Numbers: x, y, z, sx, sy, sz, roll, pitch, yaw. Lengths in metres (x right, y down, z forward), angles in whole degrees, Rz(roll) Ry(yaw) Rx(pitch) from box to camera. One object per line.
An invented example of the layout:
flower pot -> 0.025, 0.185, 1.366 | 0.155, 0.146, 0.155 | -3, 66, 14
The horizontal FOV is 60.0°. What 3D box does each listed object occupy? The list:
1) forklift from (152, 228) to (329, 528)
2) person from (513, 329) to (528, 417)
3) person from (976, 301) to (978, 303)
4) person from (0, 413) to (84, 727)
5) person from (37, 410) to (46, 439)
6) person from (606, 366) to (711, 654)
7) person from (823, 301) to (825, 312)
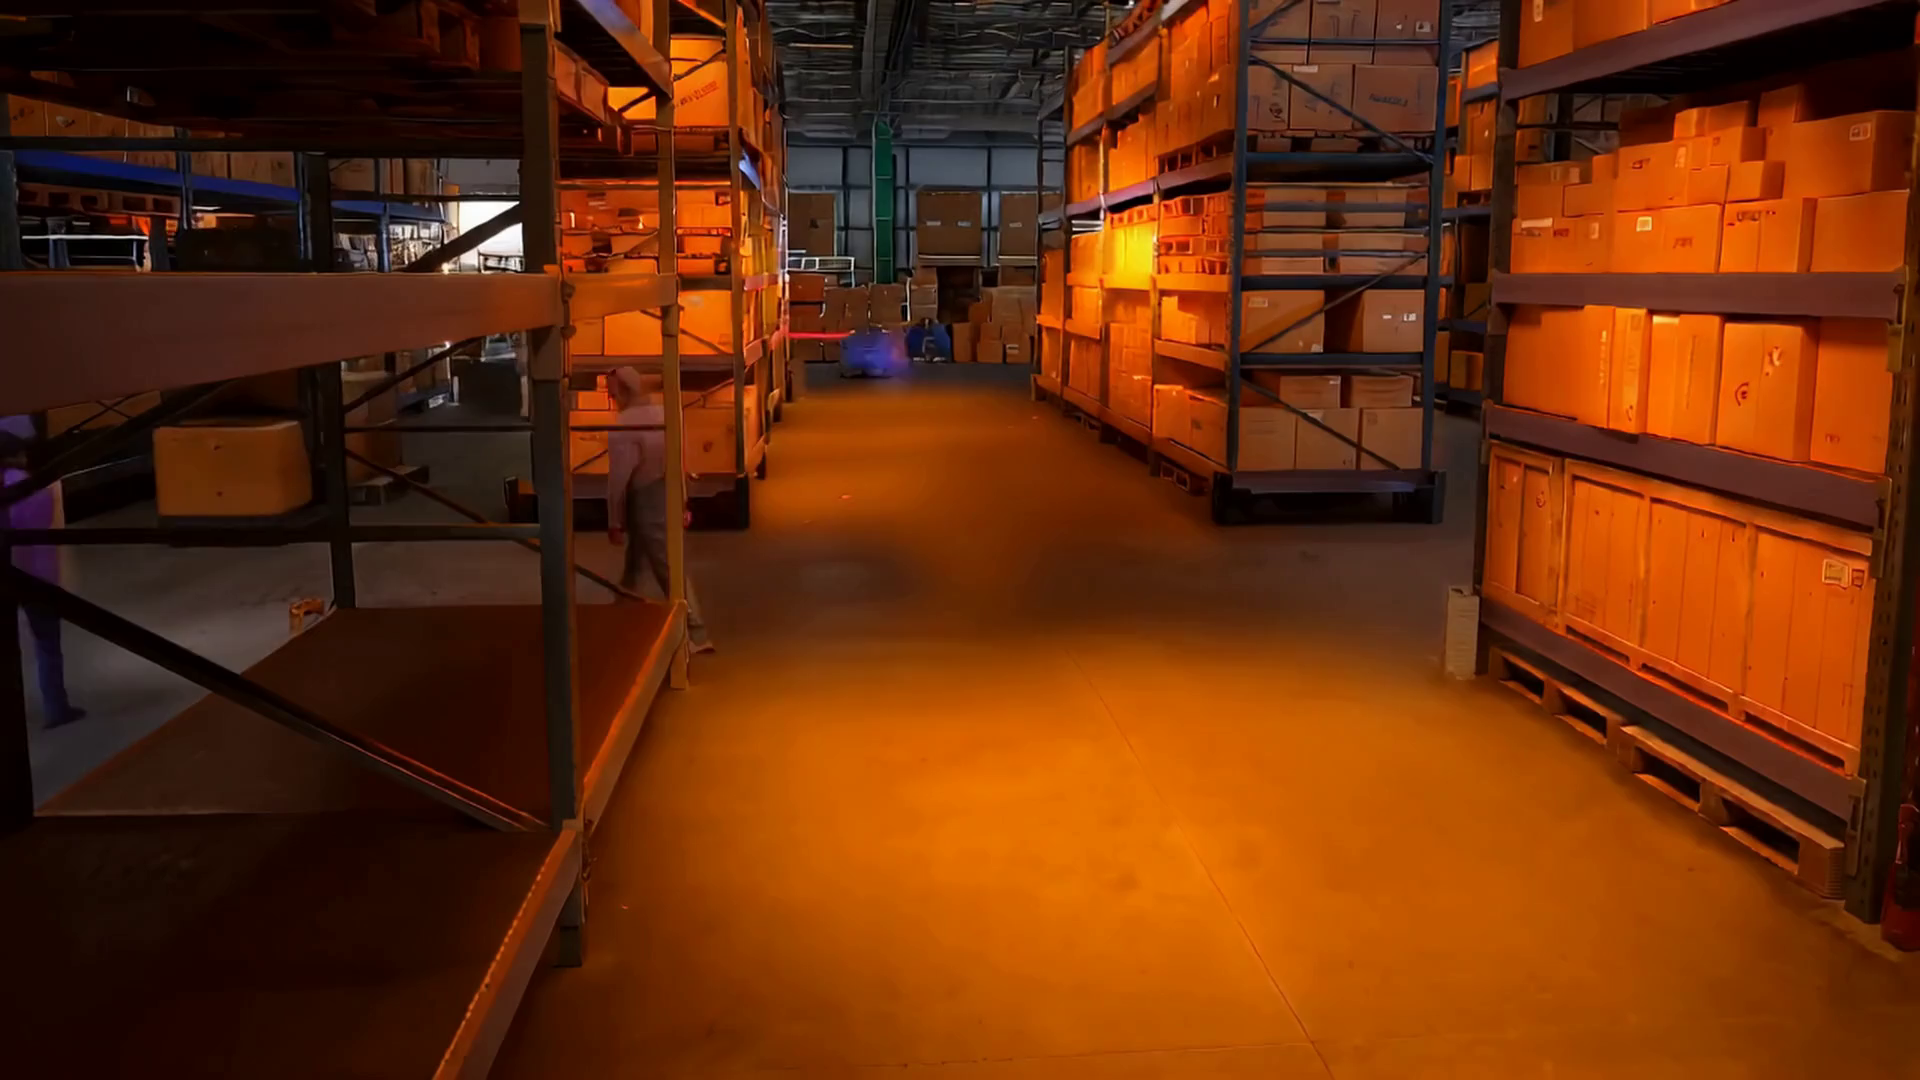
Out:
forklift -> -6.554, -1.448, 15.225 | 1.129, 2.768, 1.873 | -1, 9, -4
person -> -7.298, -3.035, 28.238 | 0.570, 1.895, 0.925 | -1, 9, -7
person -> 0.838, -8.947, 65.926 | 0.486, 1.728, 0.516 | -6, 11, -34
person -> -4.908, 0.183, 8.556 | 0.520, 1.739, 0.804 | 1, 9, 5
person -> -13.017, -2.134, 23.287 | 0.540, 1.682, 0.540 | -1, 9, -5
person -> -2.023, -0.193, 10.629 | 1.028, 1.832, 0.691 | 3, 10, 18
person -> -5.641, -9.393, 68.389 | 0.977, 1.841, 0.571 | -4, 10, -22
